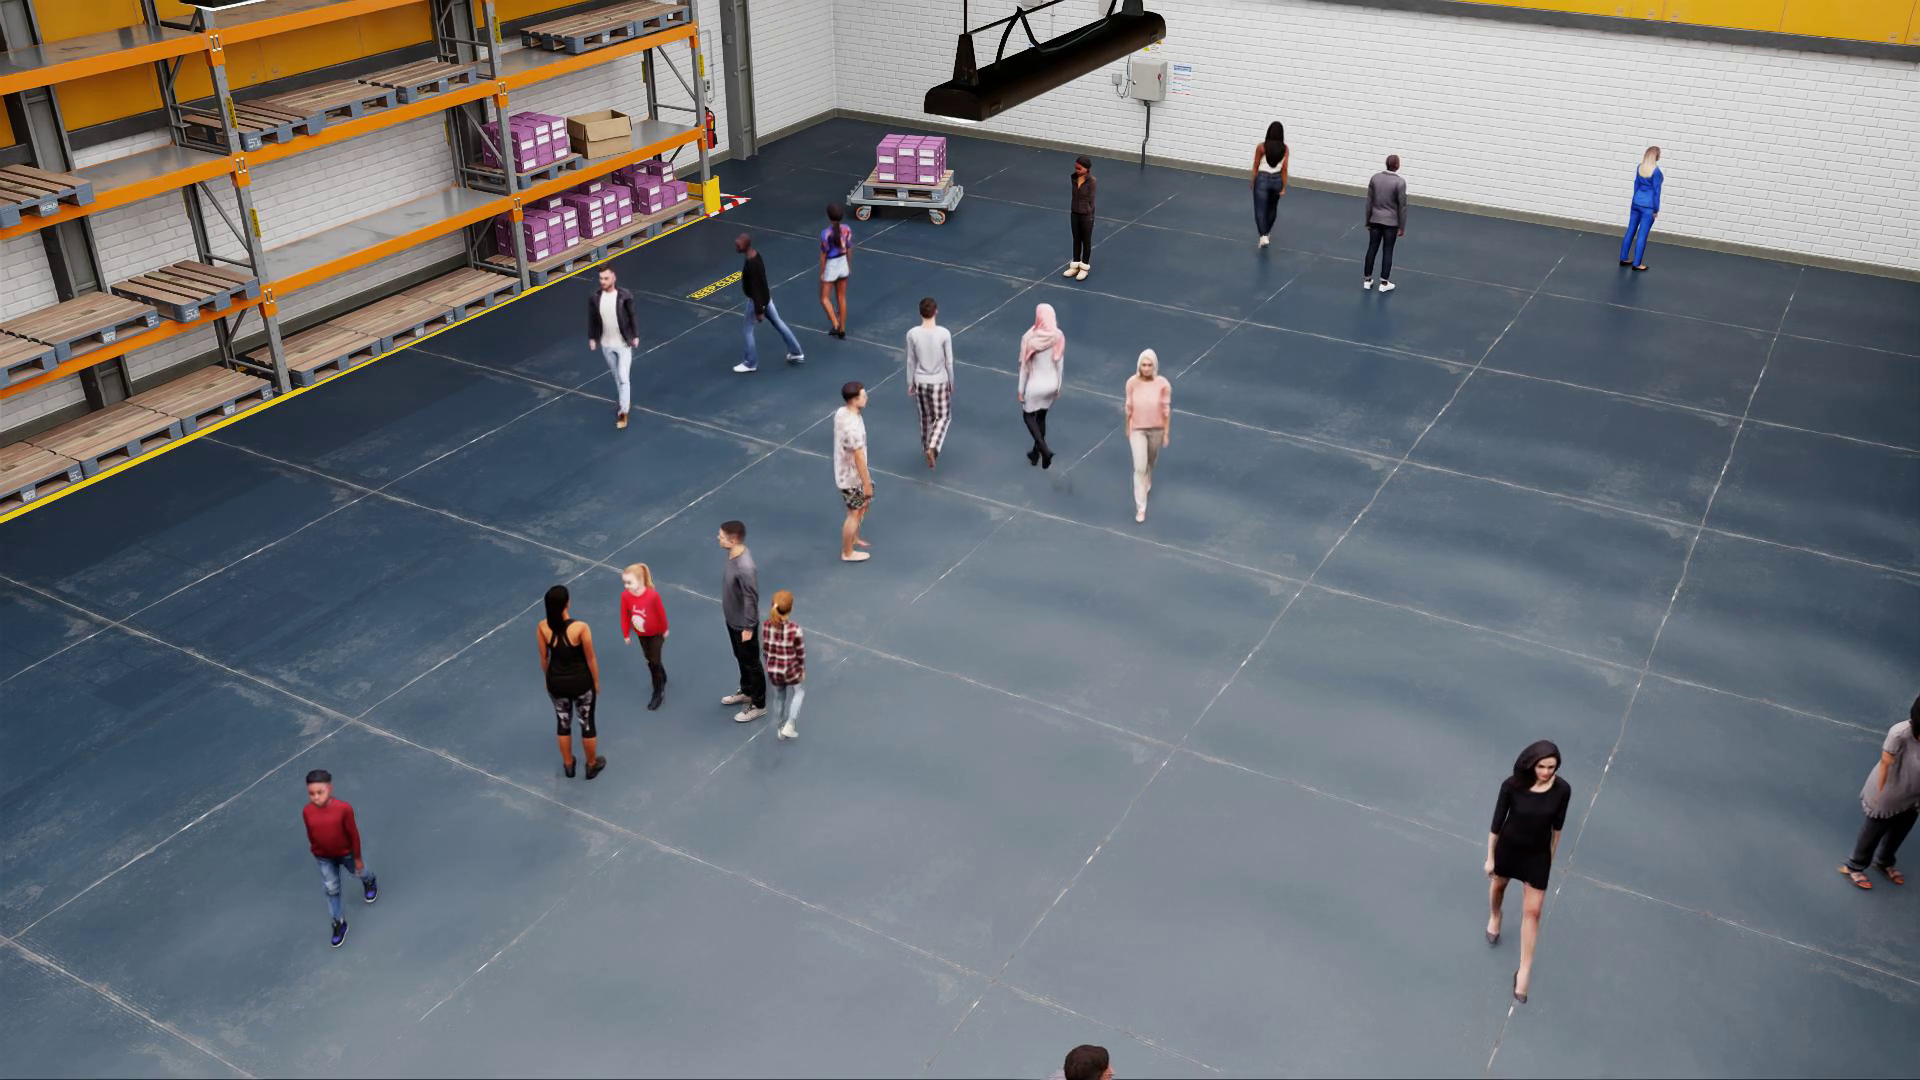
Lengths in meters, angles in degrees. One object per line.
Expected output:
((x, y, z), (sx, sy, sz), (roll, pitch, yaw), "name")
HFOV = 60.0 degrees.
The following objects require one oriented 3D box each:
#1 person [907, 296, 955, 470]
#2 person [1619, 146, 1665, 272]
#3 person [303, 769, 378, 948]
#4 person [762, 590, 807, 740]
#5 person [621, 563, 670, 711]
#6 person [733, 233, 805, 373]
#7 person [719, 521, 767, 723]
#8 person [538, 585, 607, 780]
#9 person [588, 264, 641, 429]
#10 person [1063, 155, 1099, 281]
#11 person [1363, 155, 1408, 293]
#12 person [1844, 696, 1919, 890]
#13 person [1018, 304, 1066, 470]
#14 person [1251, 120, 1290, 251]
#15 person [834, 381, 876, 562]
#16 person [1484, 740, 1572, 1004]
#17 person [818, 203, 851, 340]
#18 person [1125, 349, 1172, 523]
((-0.300, -1.593, 17.197), (0.824, 1.830, 1.037), (5, 29, 9), "person")
((9.345, -4.546, 22.745), (0.741, 1.701, 0.706), (-11, 31, -19), "person")
((-4.157, 2.035, 11.162), (0.805, 1.239, 0.941), (-3, 29, -5), "person")
((-1.393, 1.020, 12.965), (0.590, 1.296, 0.615), (8, 30, 14), "person")
((-2.501, 0.726, 13.547), (0.597, 1.253, 0.761), (3, 29, 5), "person")
((-2.277, -2.795, 19.548), (1.063, 1.688, 1.119), (2, 29, 4), "person")
((-1.726, 0.616, 13.219), (0.729, 1.760, 0.701), (-12, 31, -21), "person")
((-2.937, 1.063, 12.505), (0.655, 1.661, 0.630), (4, 29, 7), "person")
((-3.766, -2.202, 18.334), (0.913, 1.809, 1.104), (3, 29, 6), "person")
((1.666, -4.395, 22.510), (0.654, 1.661, 0.591), (16, 32, 26), "person")
((5.599, -4.192, 21.975), (0.749, 1.818, 0.622), (22, 35, 34), "person")
((6.485, 1.677, 11.438), (0.771, 1.605, 0.833), (-9, 30, -16), "person")
((0.868, -1.526, 17.120), (0.982, 1.787, 1.024), (-11, 30, -19), "person")
((4.355, -4.953, 23.412), (0.991, 1.776, 1.223), (0, 29, 1), "person")
((-1.078, -0.622, 15.448), (0.865, 1.800, 0.812), (-9, 30, -15), "person")
((3.597, 1.985, 10.708), (0.811, 1.763, 1.154), (7, 29, 12), "person")
((-1.501, -3.257, 20.349), (0.649, 1.733, 0.753), (-16, 32, -26), "person")
((1.858, -1.118, 16.482), (0.943, 1.681, 1.235), (2, 29, 4), "person")
